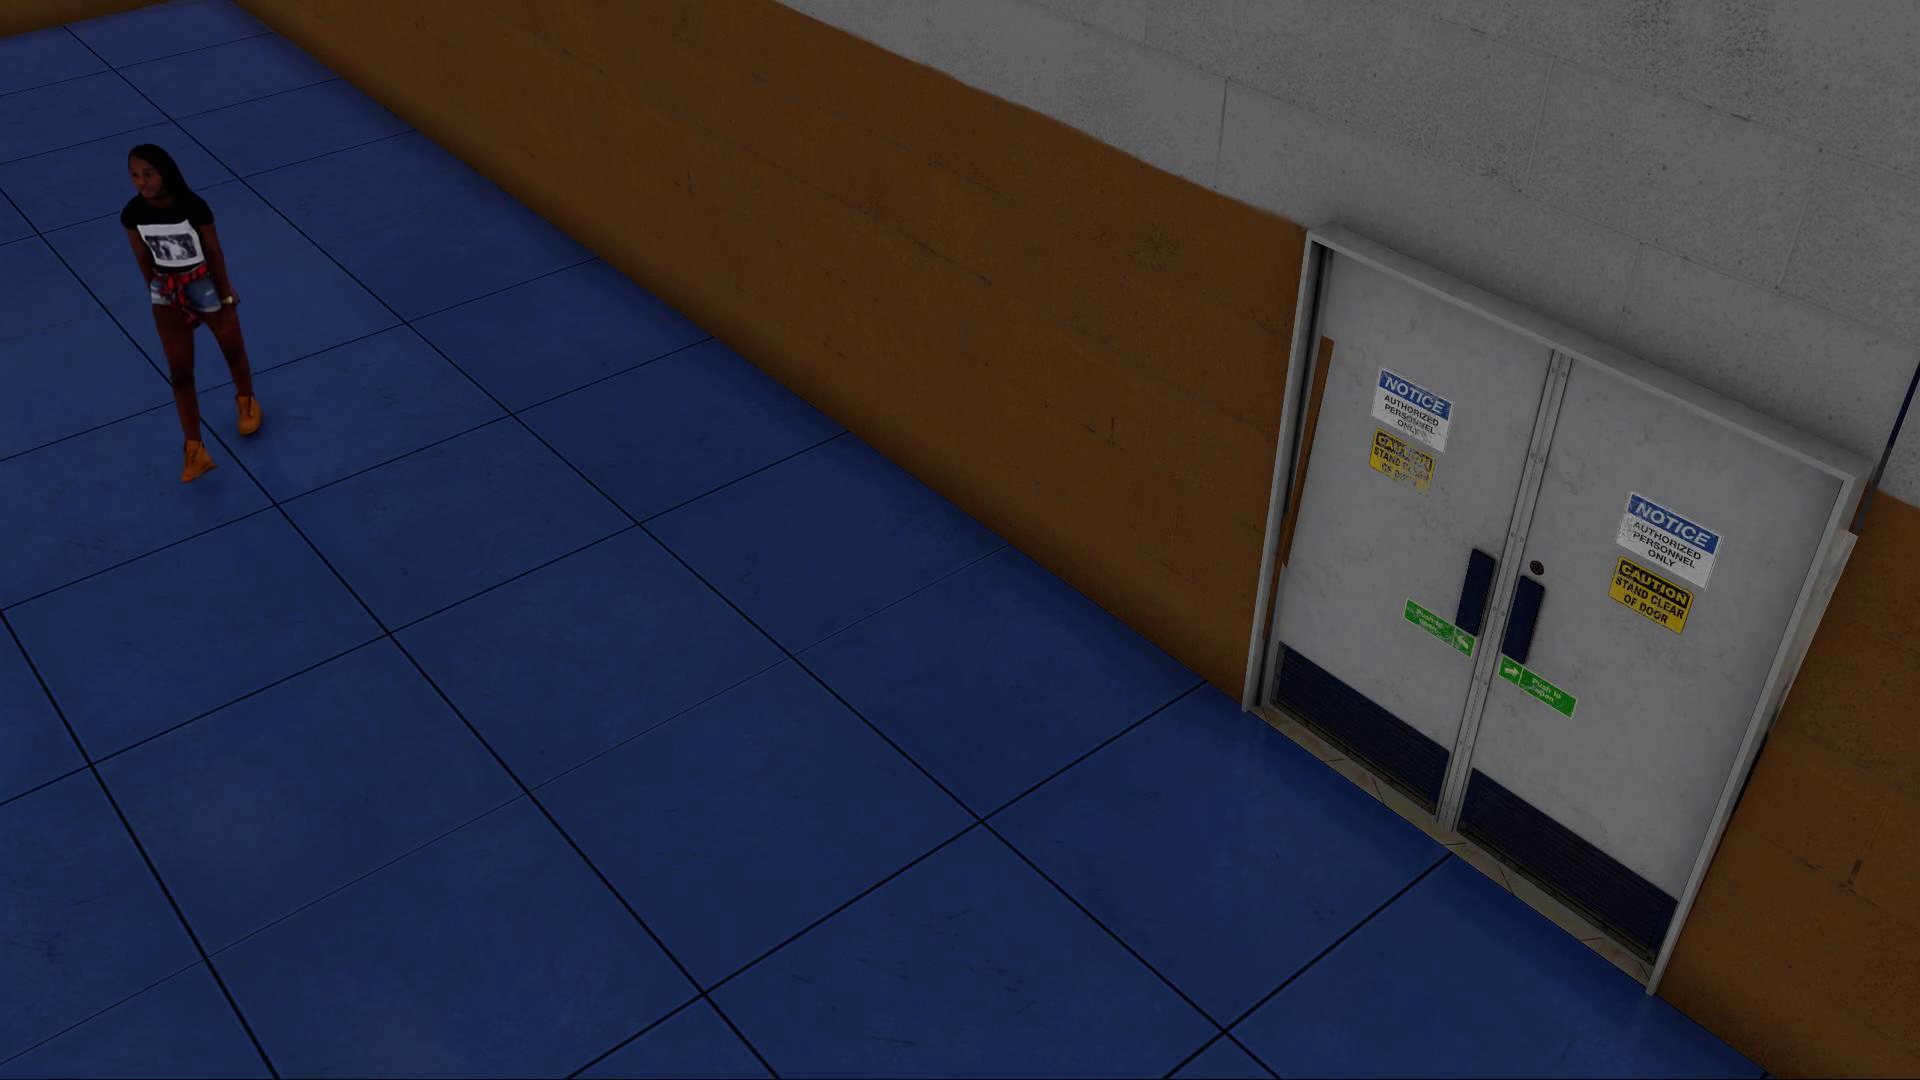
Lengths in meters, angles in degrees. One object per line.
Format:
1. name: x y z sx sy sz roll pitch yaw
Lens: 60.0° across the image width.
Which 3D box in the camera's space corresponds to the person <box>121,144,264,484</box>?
1. person: -3.888 -1.248 8.523 1.077 1.696 0.982 -7 37 -9
